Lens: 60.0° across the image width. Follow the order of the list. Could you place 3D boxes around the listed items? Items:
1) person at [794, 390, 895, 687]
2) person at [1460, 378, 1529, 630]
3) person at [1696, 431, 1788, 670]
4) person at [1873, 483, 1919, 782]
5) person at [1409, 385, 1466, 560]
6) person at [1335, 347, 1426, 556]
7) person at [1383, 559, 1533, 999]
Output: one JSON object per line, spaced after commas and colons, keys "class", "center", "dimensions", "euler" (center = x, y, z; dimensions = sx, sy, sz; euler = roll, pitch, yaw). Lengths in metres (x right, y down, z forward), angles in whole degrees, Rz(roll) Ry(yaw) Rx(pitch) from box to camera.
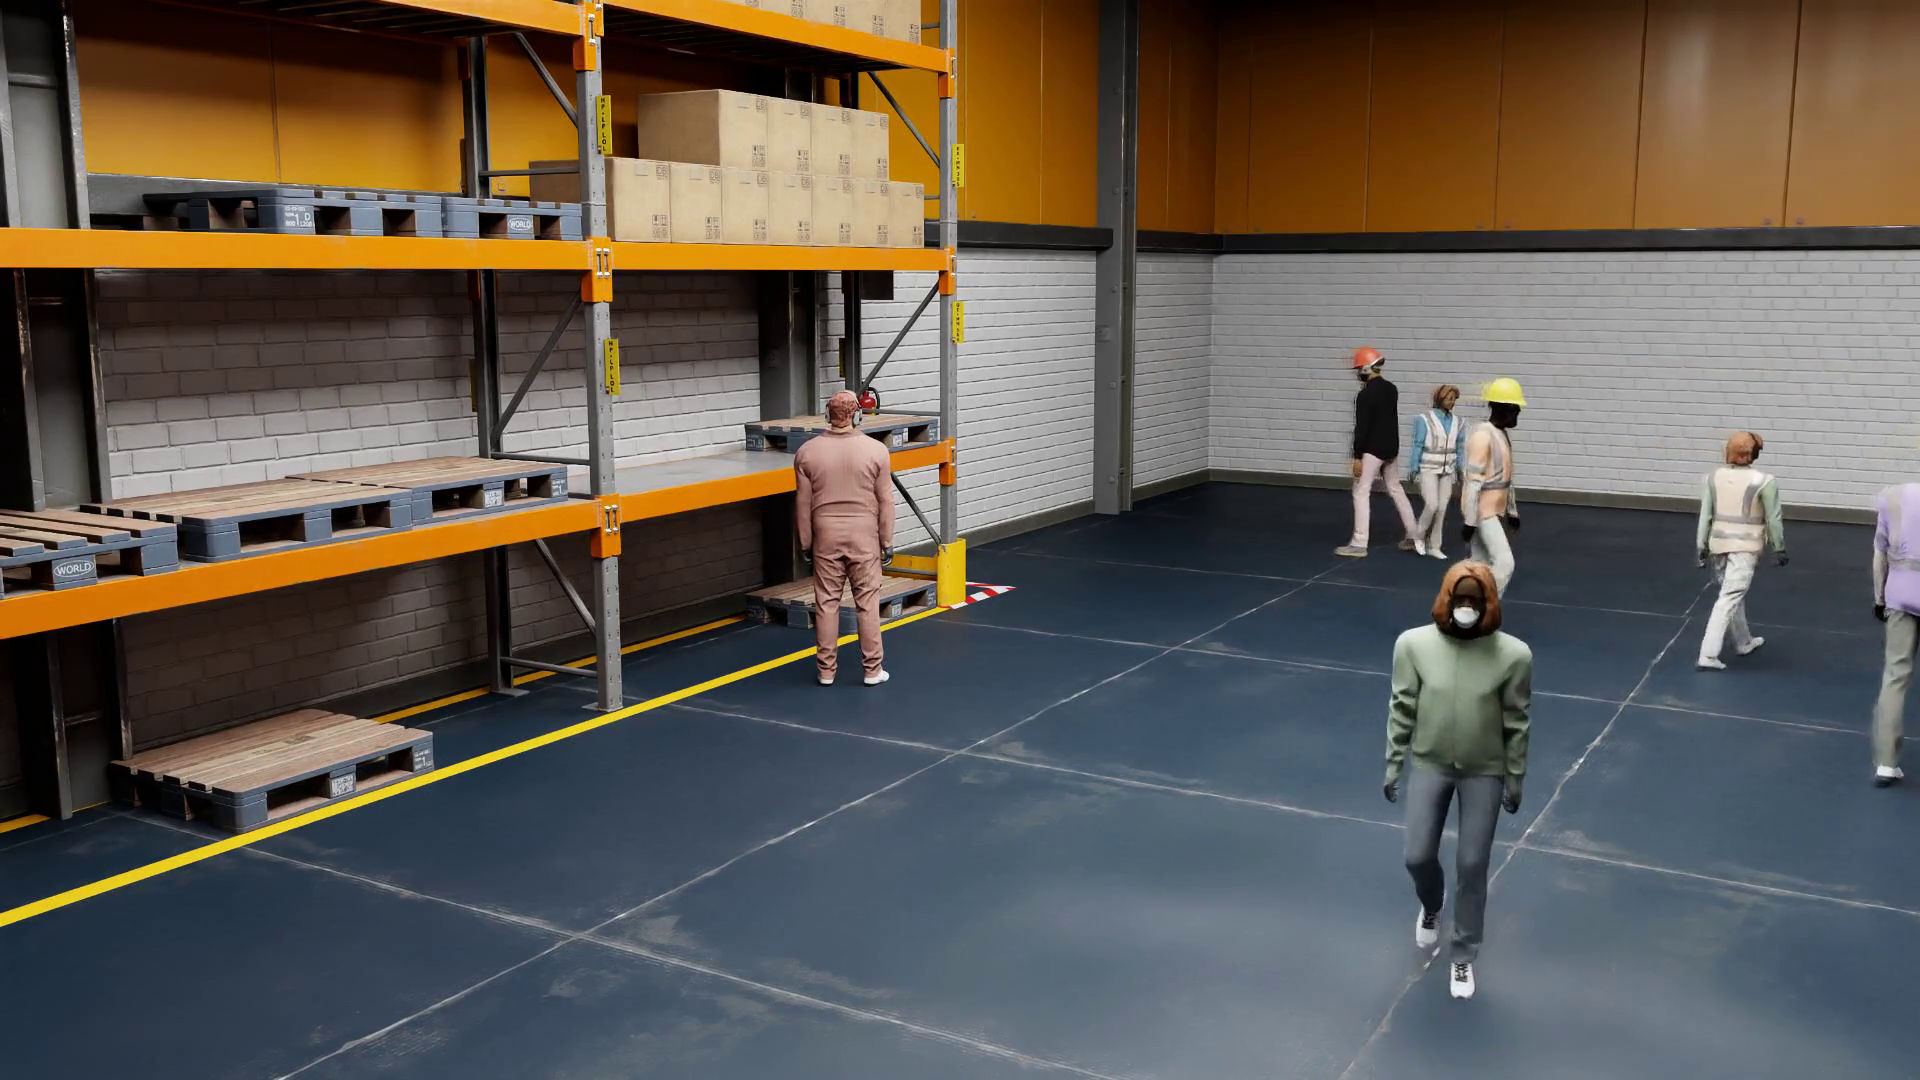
{"class": "person", "center": [-0.727, -0.003, 10.660], "dimensions": [0.639, 1.909, 0.406], "euler": [1, 9, 4]}
{"class": "person", "center": [3.837, -0.203, 11.893], "dimensions": [0.595, 1.905, 0.599], "euler": [5, 10, 28]}
{"class": "person", "center": [5.257, 0.069, 11.198], "dimensions": [0.874, 1.591, 0.517], "euler": [-5, 10, -28]}
{"class": "person", "center": [5.098, 0.324, 8.745], "dimensions": [0.594, 1.874, 0.997], "euler": [9, 13, 43]}
{"class": "person", "center": [4.416, -0.620, 15.358], "dimensions": [0.550, 1.623, 0.370], "euler": [-3, 10, -21]}
{"class": "person", "center": [3.974, -0.824, 15.657], "dimensions": [0.842, 1.956, 0.591], "euler": [-8, 12, -42]}
{"class": "person", "center": [1.839, 0.857, 6.171], "dimensions": [0.518, 1.618, 0.422], "euler": [3, 10, 18]}
